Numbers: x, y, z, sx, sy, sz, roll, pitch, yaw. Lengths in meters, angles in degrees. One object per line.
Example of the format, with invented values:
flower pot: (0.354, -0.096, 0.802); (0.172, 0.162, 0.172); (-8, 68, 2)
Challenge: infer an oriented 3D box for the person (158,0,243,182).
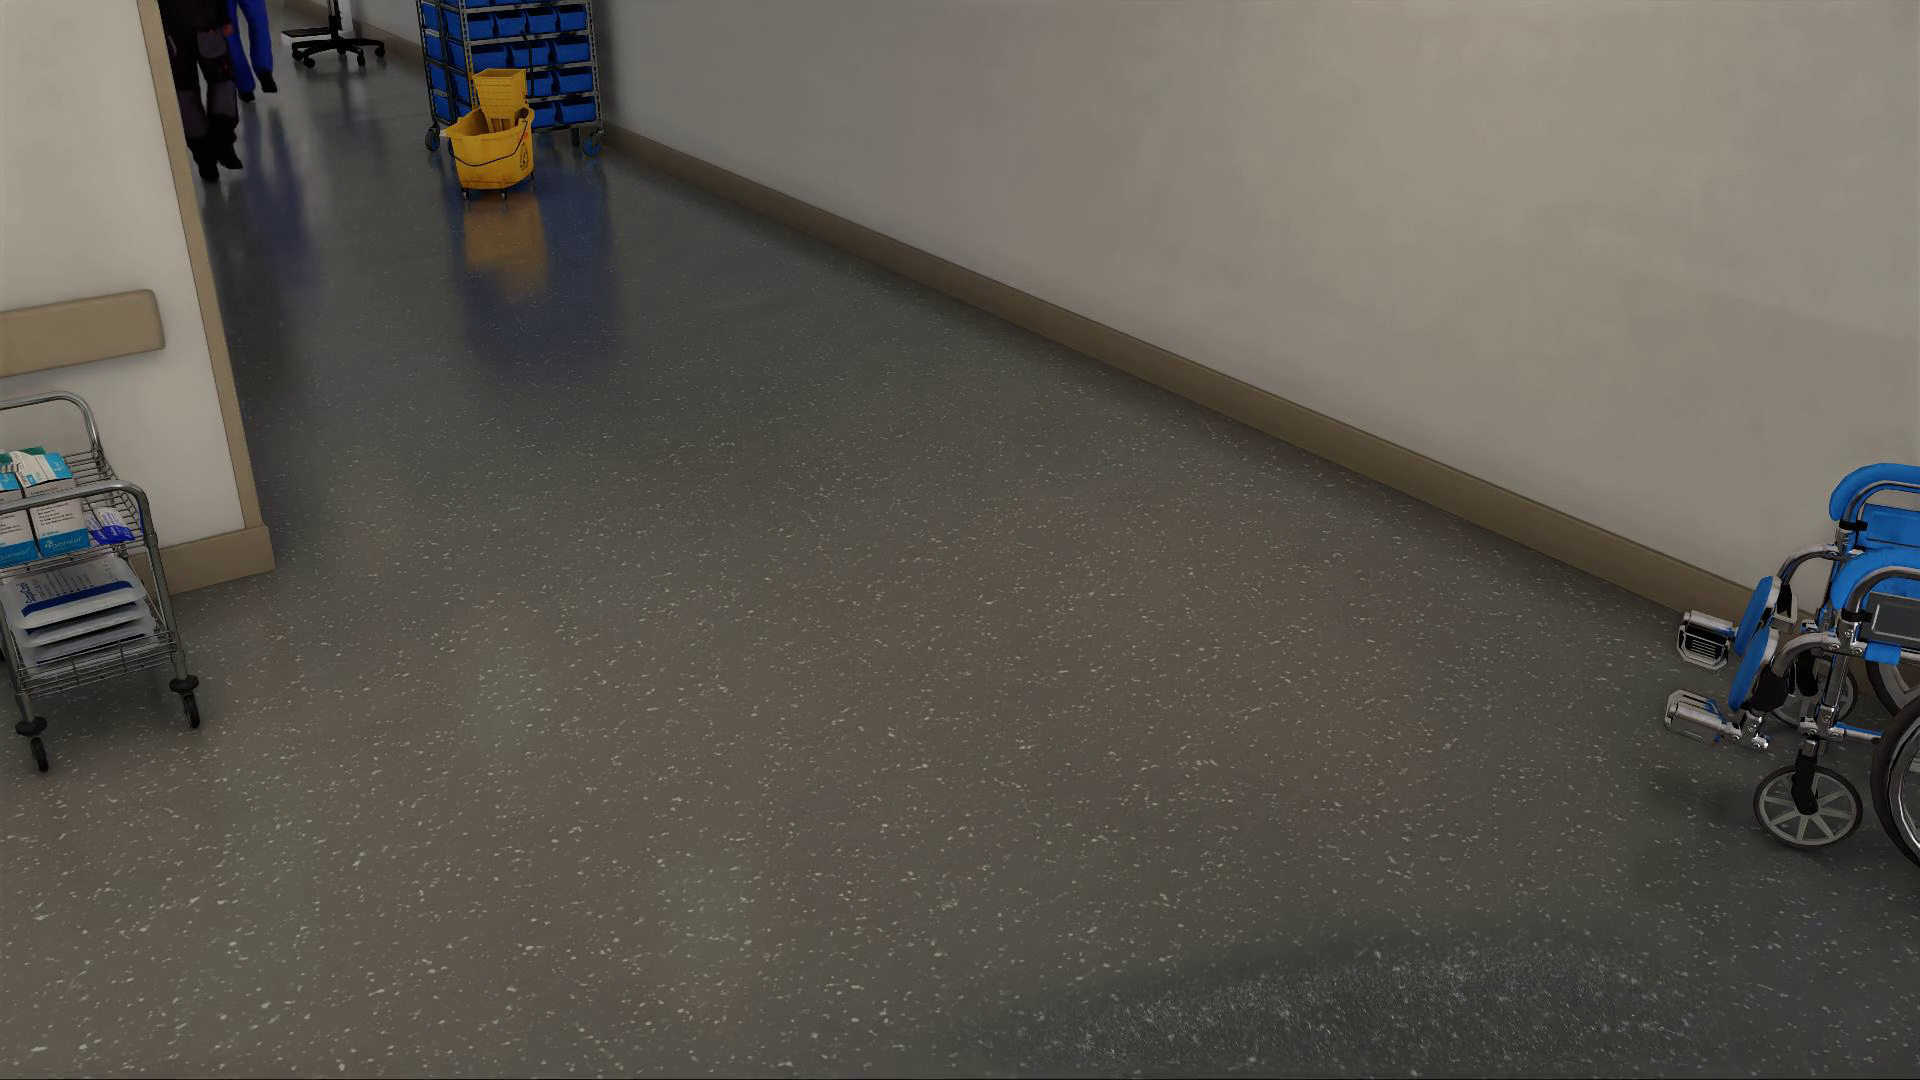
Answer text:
person: (-4.645, -3.114, 9.970); (0.691, 1.931, 0.835); (-10, 28, -20)

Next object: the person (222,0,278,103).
person: (-5.353, -4.141, 12.231); (0.676, 1.817, 0.848); (-14, 29, -26)
